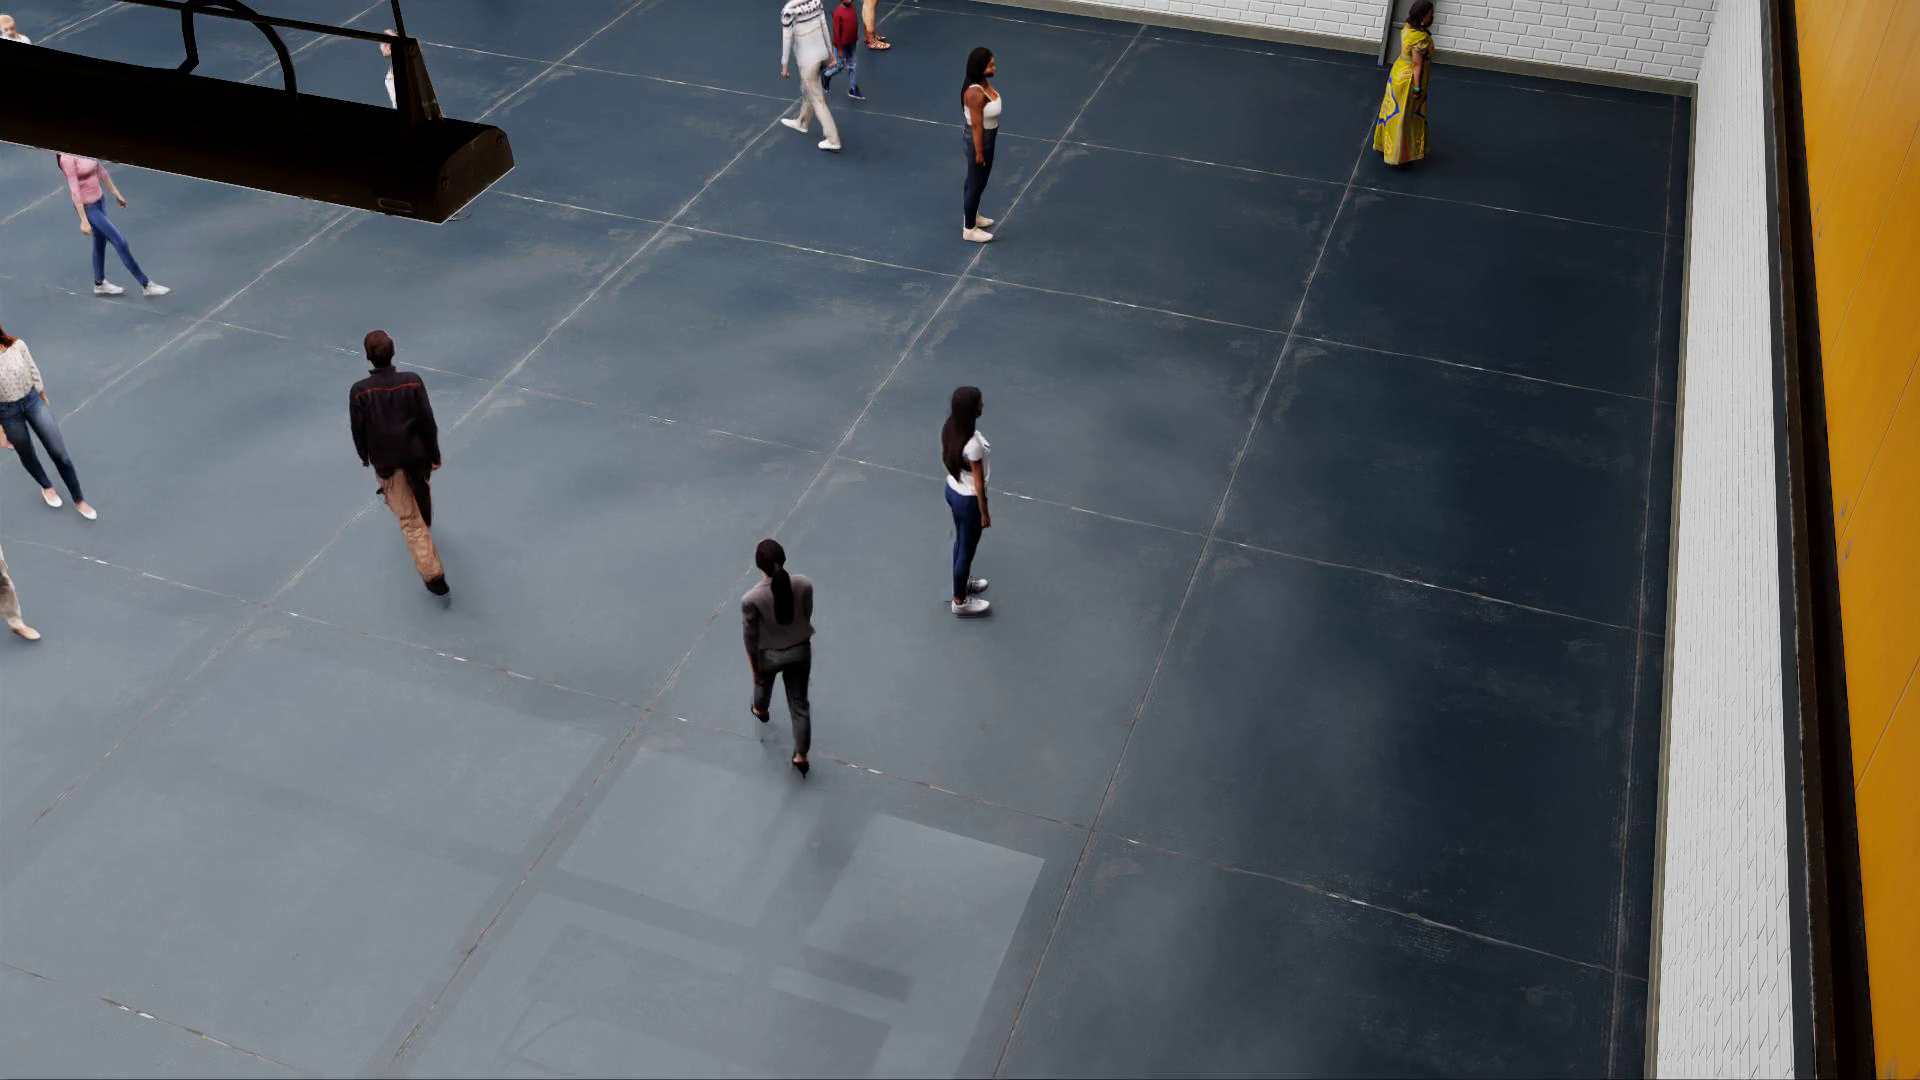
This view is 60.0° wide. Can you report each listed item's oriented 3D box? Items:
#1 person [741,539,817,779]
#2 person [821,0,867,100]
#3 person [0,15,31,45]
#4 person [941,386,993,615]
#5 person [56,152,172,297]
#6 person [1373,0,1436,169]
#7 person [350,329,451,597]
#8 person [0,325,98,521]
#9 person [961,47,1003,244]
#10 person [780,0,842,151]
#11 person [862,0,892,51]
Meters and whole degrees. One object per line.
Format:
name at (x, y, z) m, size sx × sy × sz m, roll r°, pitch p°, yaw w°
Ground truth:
person at (-1.028, 0.756, 9.873) m, size 1.013 × 1.640 × 1.052 m, roll -13°, pitch 41°, yaw -16°
person at (-1.283, -5.348, 17.836) m, size 0.825 × 1.241 × 0.658 m, roll 27°, pitch 46°, yaw 30°
person at (-9.665, -4.818, 17.164) m, size 0.817 × 1.253 × 0.892 m, roll -16°, pitch 41°, yaw -19°
person at (0.022, -0.259, 11.037) m, size 0.759 × 1.774 × 0.710 m, roll -12°, pitch 40°, yaw -14°
person at (-7.560, -2.875, 14.355) m, size 1.031 × 1.721 × 0.813 m, roll -1°, pitch 39°, yaw -2°
person at (4.452, -4.541, 16.490) m, size 0.951 × 1.660 × 0.973 m, roll -2°, pitch 39°, yaw -3°
person at (-3.751, -0.474, 11.224) m, size 1.178 × 1.877 × 1.348 m, roll -22°, pitch 44°, yaw -25°
person at (-6.783, -0.942, 11.948) m, size 0.837 × 1.704 × 0.982 m, roll -27°, pitch 46°, yaw -30°
person at (0.160, -3.635, 15.239) m, size 0.692 × 1.807 × 0.708 m, roll 2°, pitch 39°, yaw 3°
person at (-1.422, -4.807, 16.691) m, size 1.142 × 1.825 × 0.846 m, roll 26°, pitch 45°, yaw 29°
person at (-1.010, -6.433, 18.813) m, size 0.692 × 1.718 × 0.675 m, roll -7°, pitch 39°, yaw -9°
